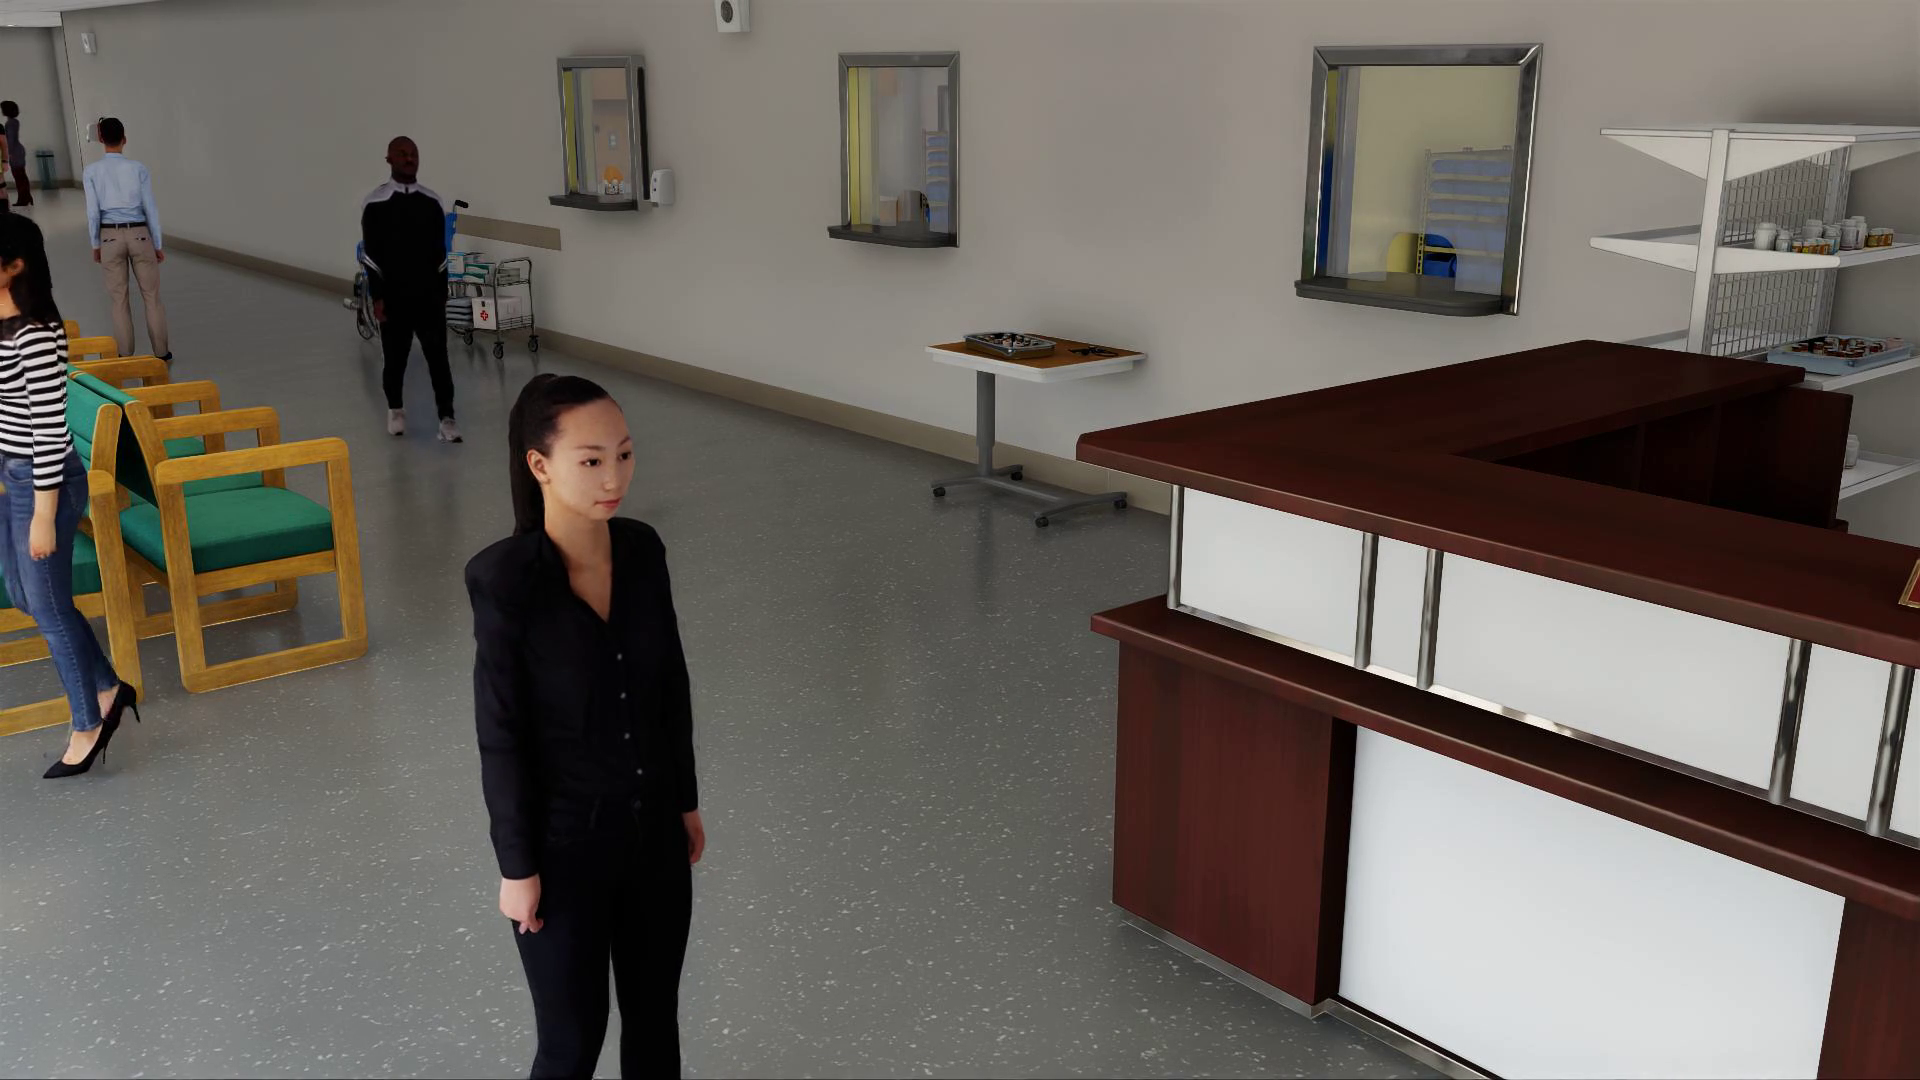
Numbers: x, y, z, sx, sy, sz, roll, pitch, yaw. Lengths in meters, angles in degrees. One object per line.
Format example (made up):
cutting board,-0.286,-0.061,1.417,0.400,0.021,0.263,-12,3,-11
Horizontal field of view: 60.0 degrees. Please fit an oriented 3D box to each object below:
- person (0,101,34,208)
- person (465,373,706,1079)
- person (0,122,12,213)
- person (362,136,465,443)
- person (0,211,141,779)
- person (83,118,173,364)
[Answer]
person,-15.709,-6.439,27.709,0.657,1.711,0.657,-4,16,-13
person,-0.645,0.547,2.928,0.666,1.712,0.478,13,20,38
person,-13.363,-5.139,22.851,0.845,1.847,0.914,-1,16,-2
person,-3.343,-1.479,9.970,1.168,1.791,0.881,-9,18,-28
person,-2.834,-0.120,5.164,0.579,1.783,0.637,-11,19,-33
person,-6.324,-2.252,12.610,0.610,1.846,0.763,-8,18,-26
